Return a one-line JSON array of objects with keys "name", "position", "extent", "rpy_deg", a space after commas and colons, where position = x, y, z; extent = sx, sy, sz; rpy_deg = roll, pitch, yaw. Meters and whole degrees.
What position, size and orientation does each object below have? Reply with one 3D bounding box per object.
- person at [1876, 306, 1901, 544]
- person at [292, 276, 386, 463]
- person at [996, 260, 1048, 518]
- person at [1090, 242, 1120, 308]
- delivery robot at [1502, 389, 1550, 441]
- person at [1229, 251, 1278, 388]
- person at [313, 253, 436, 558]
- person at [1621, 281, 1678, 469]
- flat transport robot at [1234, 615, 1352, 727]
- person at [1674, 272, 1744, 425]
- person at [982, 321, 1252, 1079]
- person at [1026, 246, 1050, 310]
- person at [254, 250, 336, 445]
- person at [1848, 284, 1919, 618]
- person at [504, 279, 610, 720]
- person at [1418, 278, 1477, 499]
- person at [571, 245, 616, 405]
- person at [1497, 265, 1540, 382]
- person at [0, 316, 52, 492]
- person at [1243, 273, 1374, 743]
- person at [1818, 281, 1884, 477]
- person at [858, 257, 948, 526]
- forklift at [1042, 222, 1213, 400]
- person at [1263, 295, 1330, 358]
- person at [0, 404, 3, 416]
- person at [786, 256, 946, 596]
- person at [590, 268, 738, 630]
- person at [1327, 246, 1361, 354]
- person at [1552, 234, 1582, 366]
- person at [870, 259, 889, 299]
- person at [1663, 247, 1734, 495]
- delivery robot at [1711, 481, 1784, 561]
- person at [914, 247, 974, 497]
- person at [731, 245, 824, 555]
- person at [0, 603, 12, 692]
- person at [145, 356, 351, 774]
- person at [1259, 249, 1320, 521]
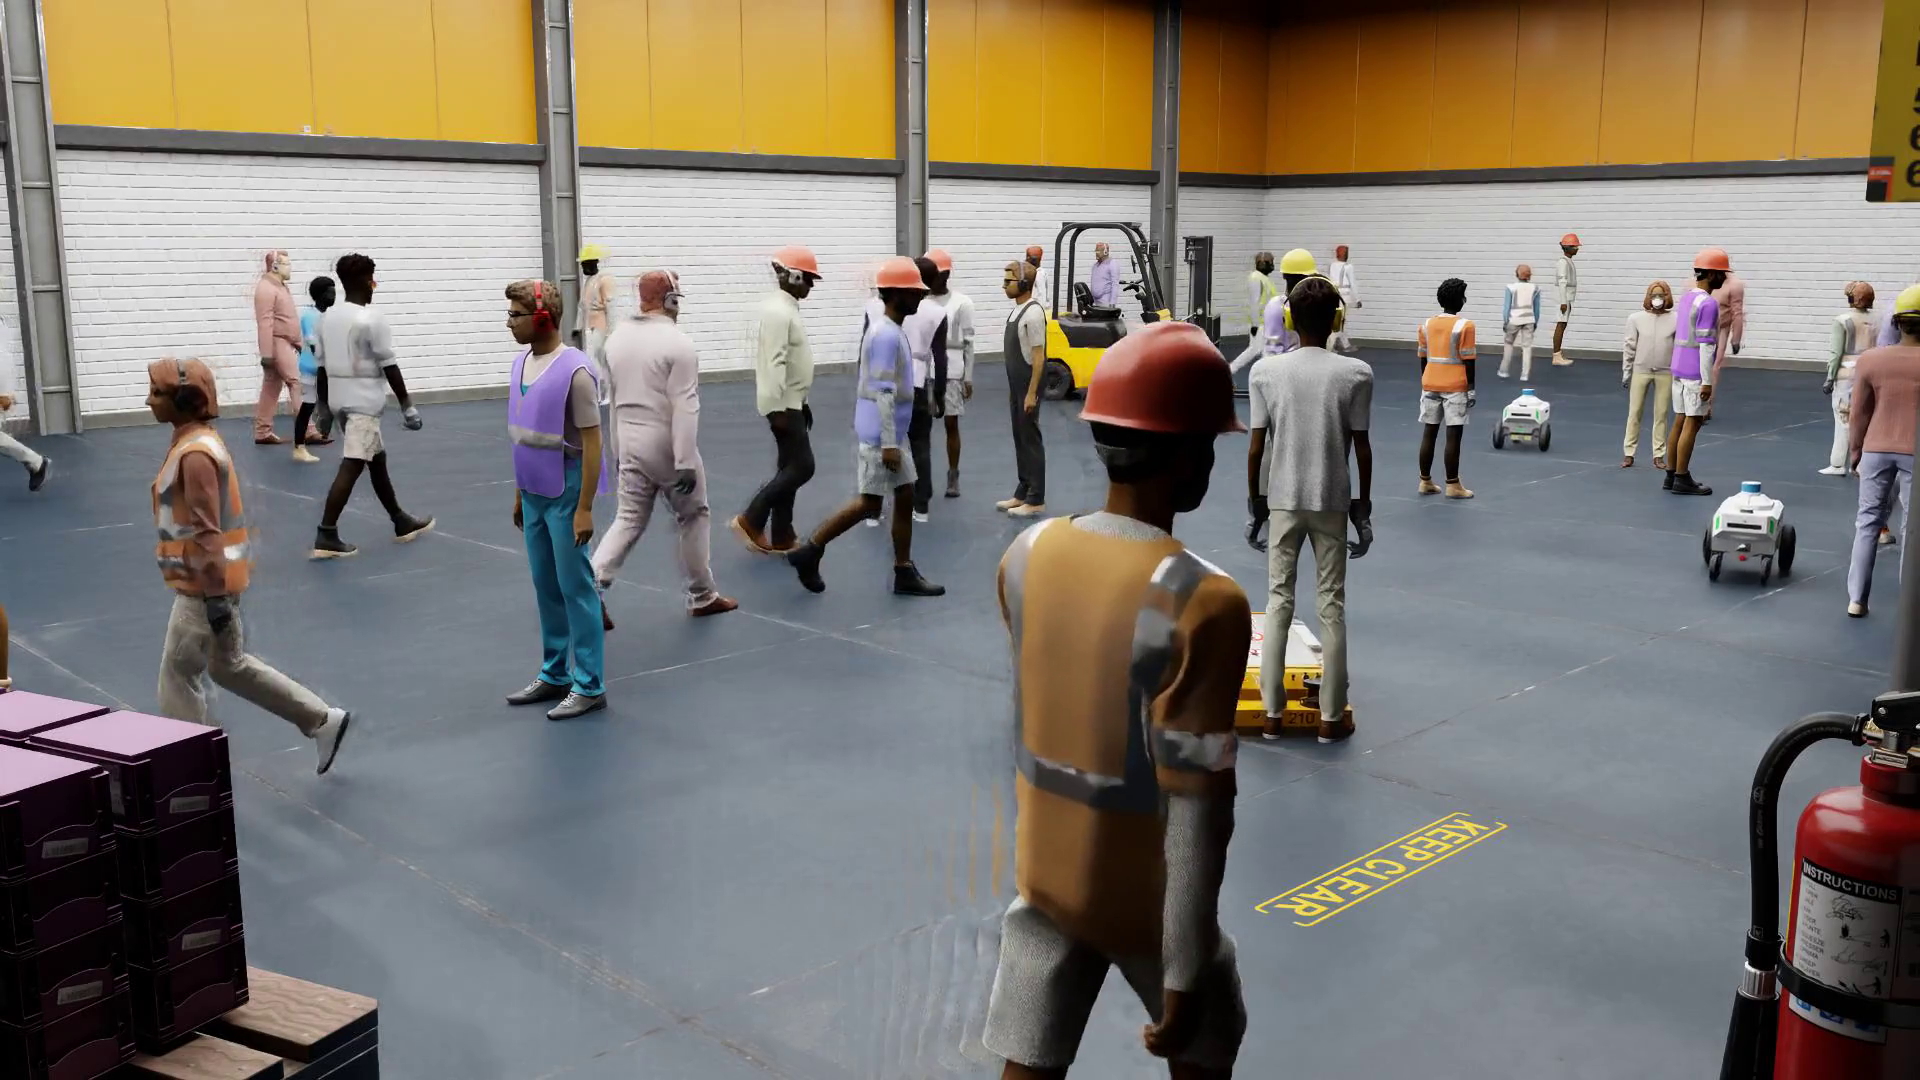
[{"name": "person", "position": [6.180, -0.843, 10.578], "extent": [0.643, 1.874, 1.046], "rpy_deg": [-2, 11, -9]}, {"name": "person", "position": [-5.578, -1.495, 14.741], "extent": [0.854, 1.657, 0.543], "rpy_deg": [2, 11, 9]}, {"name": "person", "position": [0.460, -1.085, 11.995], "extent": [0.325, 1.843, 0.516], "rpy_deg": [-2, 11, -13]}, {"name": "person", "position": [2.321, -3.898, 27.168], "extent": [0.401, 1.907, 0.648], "rpy_deg": [-6, 12, -29]}, {"name": "delivery robot", "position": [5.409, -1.199, 15.878], "extent": [0.477, 0.478, 0.707], "rpy_deg": [5, 12, 26]}, {"name": "person", "position": [3.862, -2.844, 21.673], "extent": [0.802, 1.819, 0.632], "rpy_deg": [5, 12, 26]}, {"name": "person", "position": [-3.810, -0.865, 10.633], "extent": [0.609, 1.915, 1.021], "rpy_deg": [8, 13, 36]}, {"name": "person", "position": [6.028, -1.432, 14.461], "extent": [0.503, 1.632, 0.274], "rpy_deg": [4, 11, 21]}, {"name": "flat transport robot", "position": [1.273, 0.541, 7.421], "extent": [0.652, 0.197, 1.431], "rpy_deg": [0, 10, 1]}, {"name": "person", "position": [7.975, -2.168, 17.861], "extent": [0.965, 1.861, 0.652], "rpy_deg": [-9, 14, -41]}, {"name": "person", "position": [0.239, 0.581, 2.817], "extent": [0.545, 1.895, 0.990], "rpy_deg": [10, 15, 44]}, {"name": "person", "position": [1.006, -2.899, 21.790], "extent": [0.352, 1.879, 0.576], "rpy_deg": [0, 10, -2]}, {"name": "person", "position": [-6.448, -1.839, 16.034], "extent": [0.880, 1.875, 0.663], "rpy_deg": [-3, 11, -15]}, {"name": "person", "position": [4.925, -0.442, 8.695], "extent": [0.301, 1.772, 0.531], "rpy_deg": [-10, 14, -43]}, {"name": "person", "position": [-1.695, -0.172, 7.024], "extent": [0.373, 1.840, 0.570], "rpy_deg": [-10, 14, -43]}, {"name": "person", "position": [3.758, -1.162, 12.823], "extent": [0.318, 1.697, 0.535], "rpy_deg": [-7, 12, -34]}, {"name": "person", "position": [-4.380, -2.534, 19.752], "extent": [0.721, 1.905, 0.601], "rpy_deg": [-6, 12, -30]}, {"name": "person", "position": [7.786, -3.021, 23.193], "extent": [0.539, 1.608, 0.775], "rpy_deg": [0, 10, 0]}, {"name": "person", "position": [-7.300, -1.149, 12.480], "extent": [0.599, 1.802, 0.621], "rpy_deg": [6, 12, 29]}, {"name": "person", "position": [1.393, -0.119, 6.647], "extent": [0.514, 1.876, 0.328], "rpy_deg": [3, 11, 17]}, {"name": "person", "position": [7.516, -1.348, 13.986], "extent": [0.512, 1.642, 0.311], "rpy_deg": [-2, 11, -12]}, {"name": "person", "position": [-0.400, -1.036, 11.649], "extent": [0.635, 1.875, 0.492], "rpy_deg": [0, 10, 0]}, {"name": "forklift", "position": [1.935, -2.847, 20.651], "extent": [2.313, 2.155, 1.214], "rpy_deg": [2, 11, 13]}, {"name": "person", "position": [3.099, -1.666, 15.292], "extent": [0.602, 1.802, 0.853], "rpy_deg": [4, 11, 21]}, {"name": "person", "position": [-6.928, -0.998, 11.495], "extent": [0.563, 1.865, 0.363], "rpy_deg": [-2, 11, -12]}, {"name": "person", "position": [-0.532, -0.611, 9.234], "extent": [0.824, 1.917, 0.563], "rpy_deg": [1, 10, 6]}, {"name": "person", "position": [-1.596, -0.467, 8.592], "extent": [0.658, 1.870, 0.938], "rpy_deg": [8, 13, 36]}, {"name": "person", "position": [6.541, -4.108, 28.486], "extent": [0.763, 1.861, 0.581], "rpy_deg": [-5, 12, -27]}, {"name": "person", "position": [9.463, -3.745, 25.960], "extent": [0.373, 2.044, 0.606], "rpy_deg": [5, 11, 24]}, {"name": "person", "position": [-0.766, -2.194, 18.259], "extent": [0.525, 1.769, 0.308], "rpy_deg": [4, 11, 20]}, {"name": "person", "position": [5.782, -1.309, 13.009], "extent": [0.390, 1.929, 0.539], "rpy_deg": [0, 10, 3]}, {"name": "delivery robot", "position": [4.701, -0.105, 9.914], "extent": [0.477, 0.478, 0.707], "rpy_deg": [6, 12, 28]}, {"name": "person", "position": [-0.172, -1.289, 12.861], "extent": [0.551, 1.933, 0.377], "rpy_deg": [2, 11, 9]}, {"name": "person", "position": [-1.099, -0.848, 10.388], "extent": [0.516, 1.960, 0.661], "rpy_deg": [0, 10, -2]}, {"name": "person", "position": [-4.144, -0.232, 6.797], "extent": [0.365, 2.047, 0.608], "rpy_deg": [-9, 14, -41]}, {"name": "person", "position": [-2.607, 0.148, 5.919], "extent": [0.718, 1.616, 0.525], "rpy_deg": [-5, 11, -25]}, {"name": "person", "position": [2.349, -1.090, 11.799], "extent": [0.383, 1.924, 0.594], "rpy_deg": [7, 12, 33]}]
